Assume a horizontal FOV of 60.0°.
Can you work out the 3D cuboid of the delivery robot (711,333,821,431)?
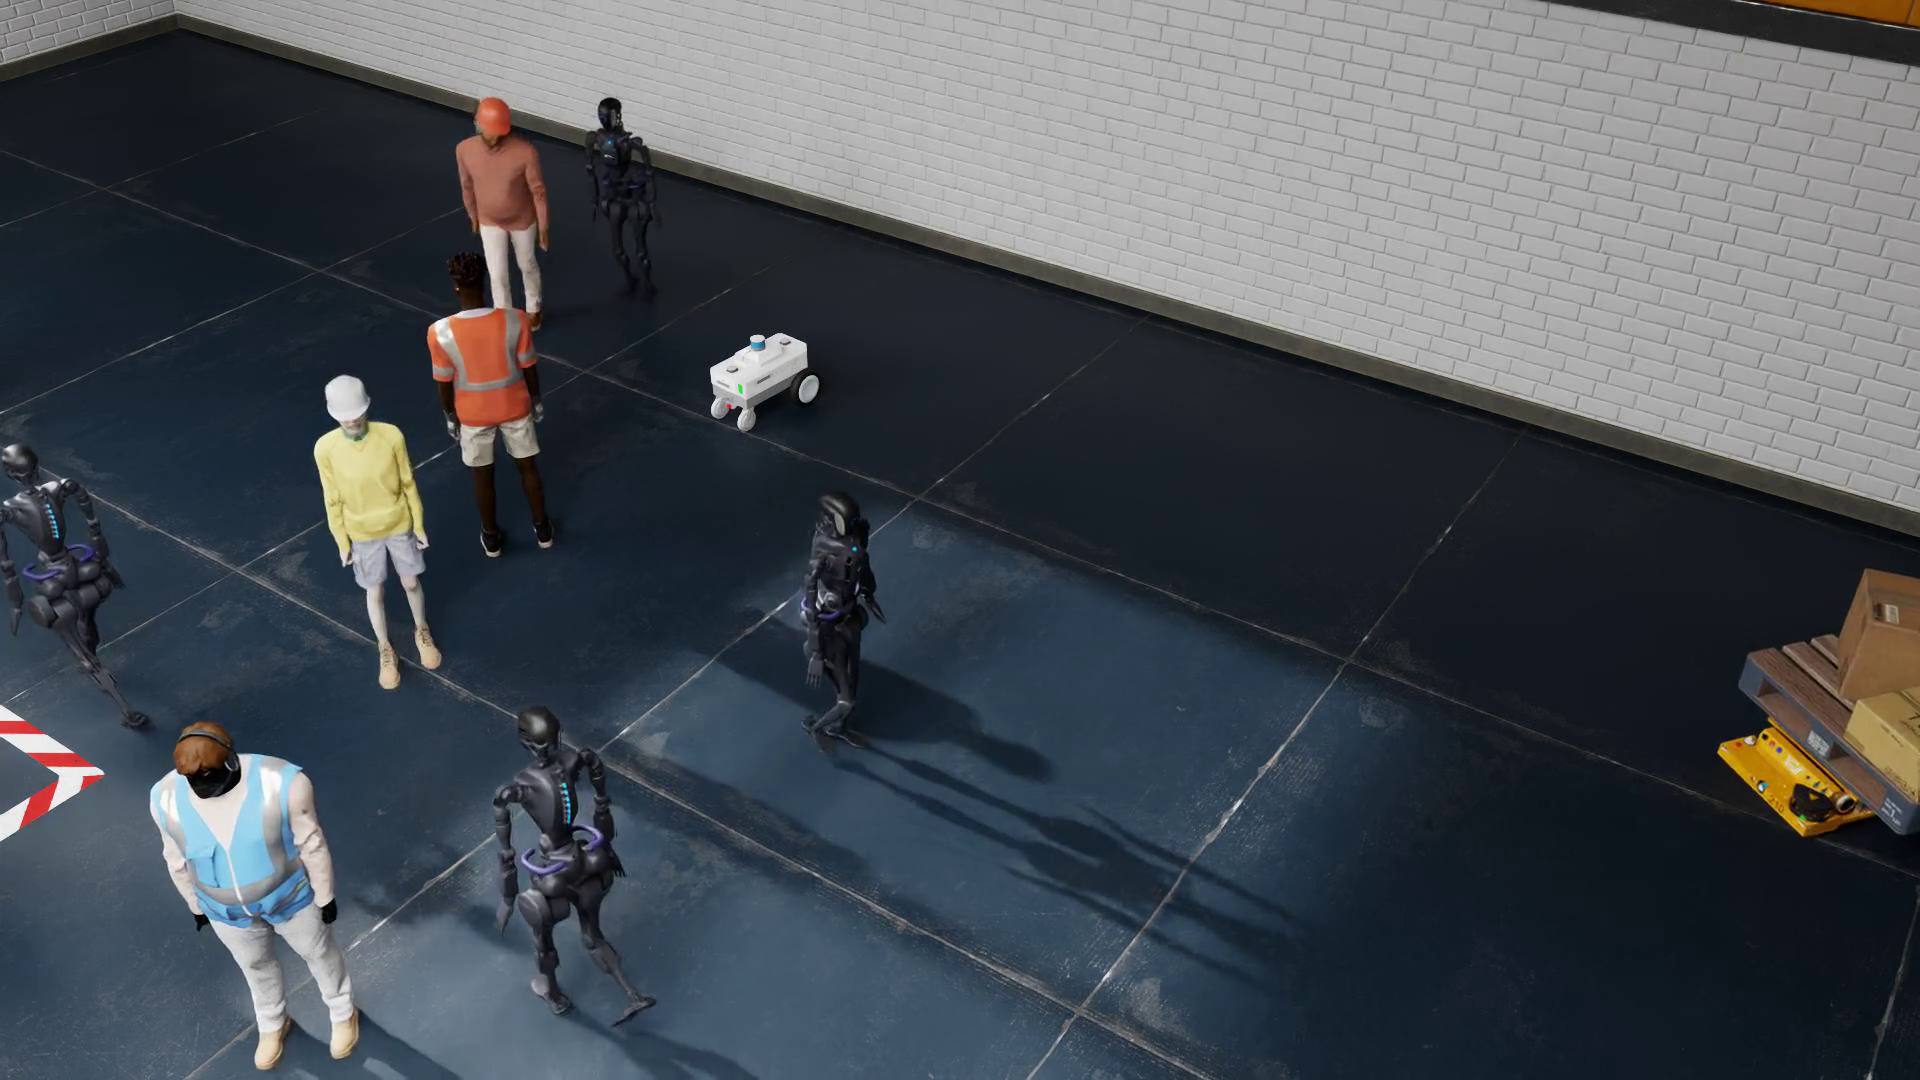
[{"bbox_3d":[-1.382,-1.154,11.680,0.499,0.614,0.803,25,42,32],"label":"delivery robot"}]

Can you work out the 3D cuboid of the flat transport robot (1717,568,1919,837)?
[{"bbox_3d":[4.776,1.118,8.666,1.431,0.231,0.659,-10,36,-14],"label":"flat transport robot"}]

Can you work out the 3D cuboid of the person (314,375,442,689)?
[{"bbox_3d":[-3.124,-0.058,8.945,0.487,1.895,0.403,-14,37,-20],"label":"person"}]

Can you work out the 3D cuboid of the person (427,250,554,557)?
[{"bbox_3d":[-2.792,-0.801,9.942,0.602,1.954,0.389,-12,37,-16],"label":"person"}]

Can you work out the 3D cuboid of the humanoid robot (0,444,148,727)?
[{"bbox_3d":[-4.717,0.239,8.757,0.831,1.634,0.614,20,40,27],"label":"humanoid robot"}]

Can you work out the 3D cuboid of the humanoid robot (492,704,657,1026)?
[{"bbox_3d":[-1.645,1.439,7.003,0.620,1.625,0.625,26,43,32],"label":"humanoid robot"}]

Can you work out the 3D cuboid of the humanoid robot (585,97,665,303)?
[{"bbox_3d":[-2.543,-2.626,12.796,0.603,1.647,0.383,10,36,14],"label":"humanoid robot"}]

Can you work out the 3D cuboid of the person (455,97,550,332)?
[{"bbox_3d":[-3.287,-2.297,12.083,0.634,1.940,0.913,-3,35,-4],"label":"person"}]

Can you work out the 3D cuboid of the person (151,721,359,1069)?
[{"bbox_3d":[-2.871,1.459,6.814,0.623,1.837,0.429,-6,35,-8],"label":"person"}]

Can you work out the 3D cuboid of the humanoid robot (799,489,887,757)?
[{"bbox_3d":[-0.601,0.421,8.438,0.336,1.646,0.611,18,39,23],"label":"humanoid robot"}]
